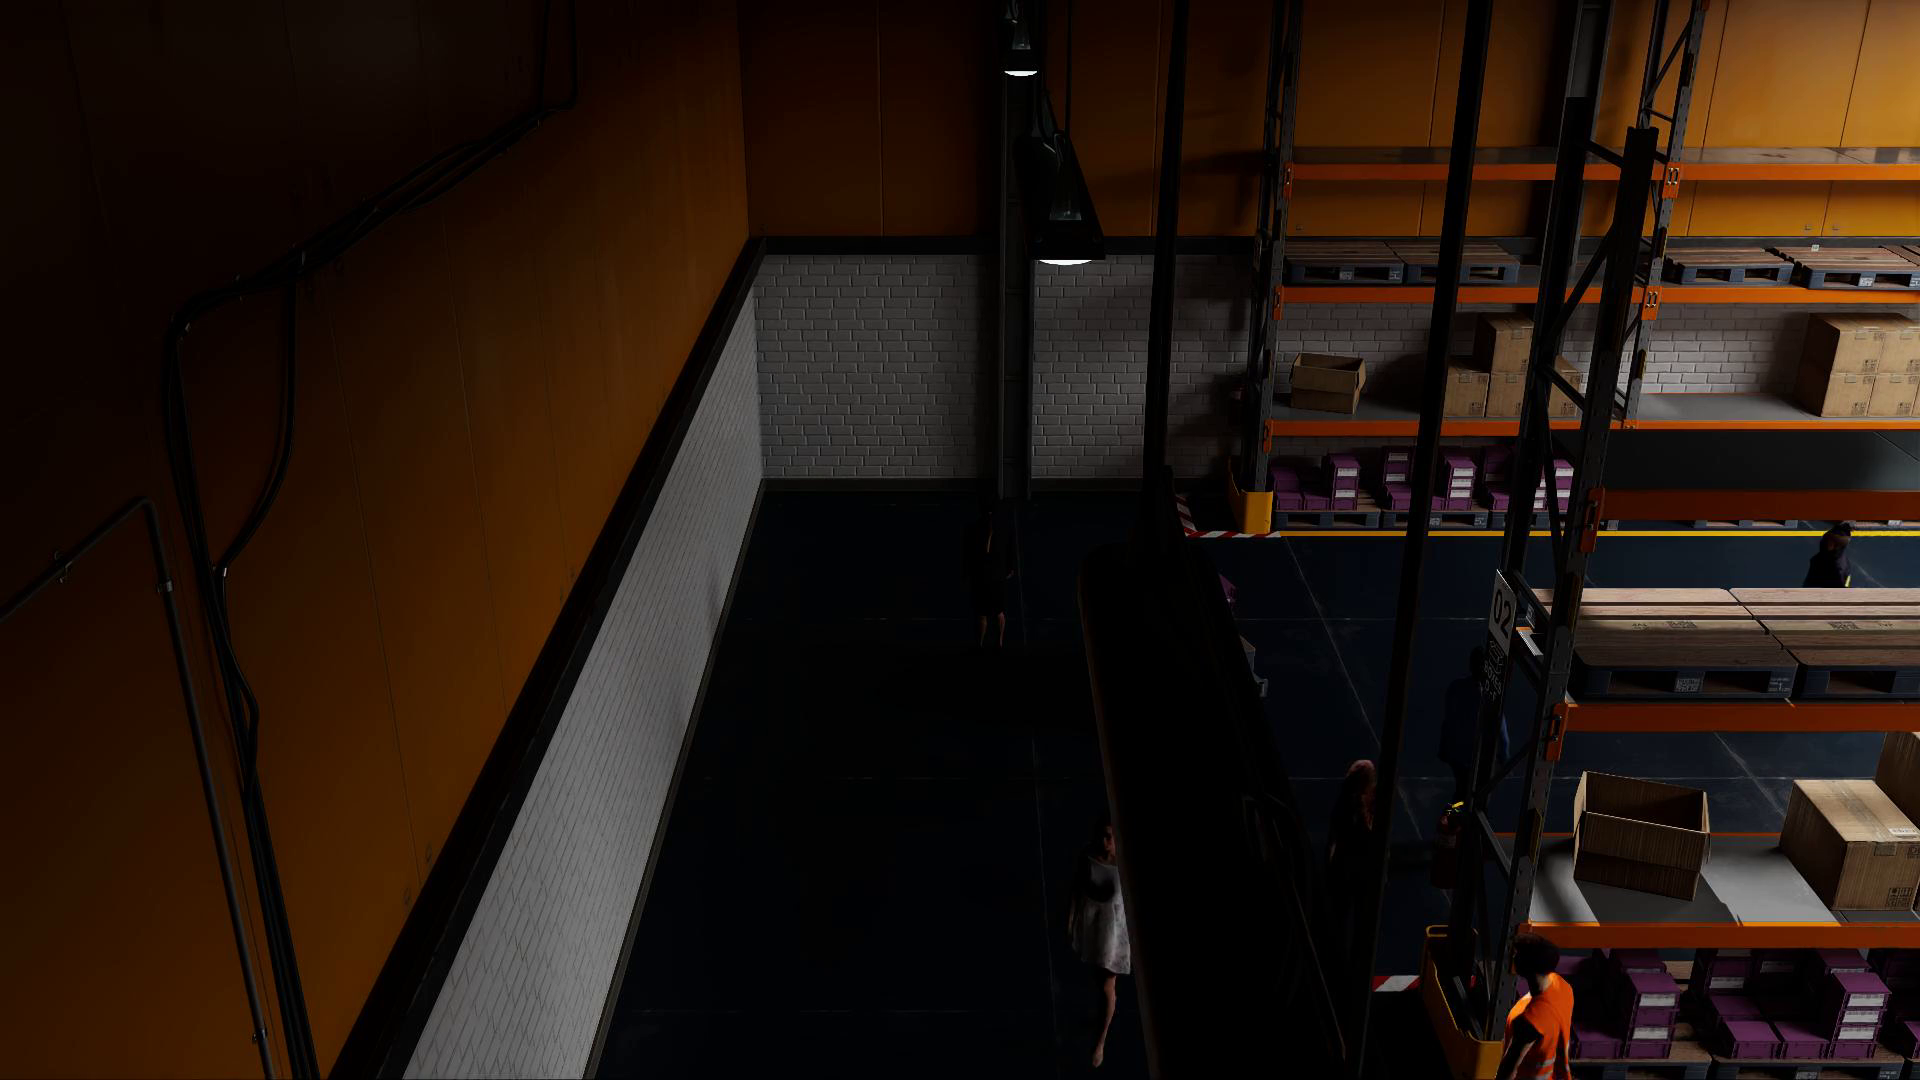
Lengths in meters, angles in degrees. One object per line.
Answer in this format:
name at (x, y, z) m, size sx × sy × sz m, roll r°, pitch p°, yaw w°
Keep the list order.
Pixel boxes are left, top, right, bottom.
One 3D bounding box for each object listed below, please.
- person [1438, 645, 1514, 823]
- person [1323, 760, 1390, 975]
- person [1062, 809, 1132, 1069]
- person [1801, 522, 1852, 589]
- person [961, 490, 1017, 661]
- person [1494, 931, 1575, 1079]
person at (3.769, 1.633, 12.494) m, size 0.960 × 1.799 × 0.864 m, roll -11°, pitch 26°, yaw -24°
person at (2.645, 2.288, 11.084) m, size 1.011 × 1.727 × 0.823 m, roll 5°, pitch 24°, yaw 11°
person at (0.948, 2.446, 10.692) m, size 0.892 × 1.752 × 0.861 m, roll 10°, pitch 26°, yaw 22°
person at (7.575, 0.715, 14.545) m, size 1.205 × 1.837 × 1.018 m, roll 11°, pitch 26°, yaw 23°
person at (0.259, 0.337, 15.616) m, size 0.683 × 1.671 × 0.836 m, roll -8°, pitch 25°, yaw -17°
person at (3.265, 3.023, 9.230) m, size 0.932 × 1.865 × 0.874 m, roll 17°, pitch 29°, yaw 33°
